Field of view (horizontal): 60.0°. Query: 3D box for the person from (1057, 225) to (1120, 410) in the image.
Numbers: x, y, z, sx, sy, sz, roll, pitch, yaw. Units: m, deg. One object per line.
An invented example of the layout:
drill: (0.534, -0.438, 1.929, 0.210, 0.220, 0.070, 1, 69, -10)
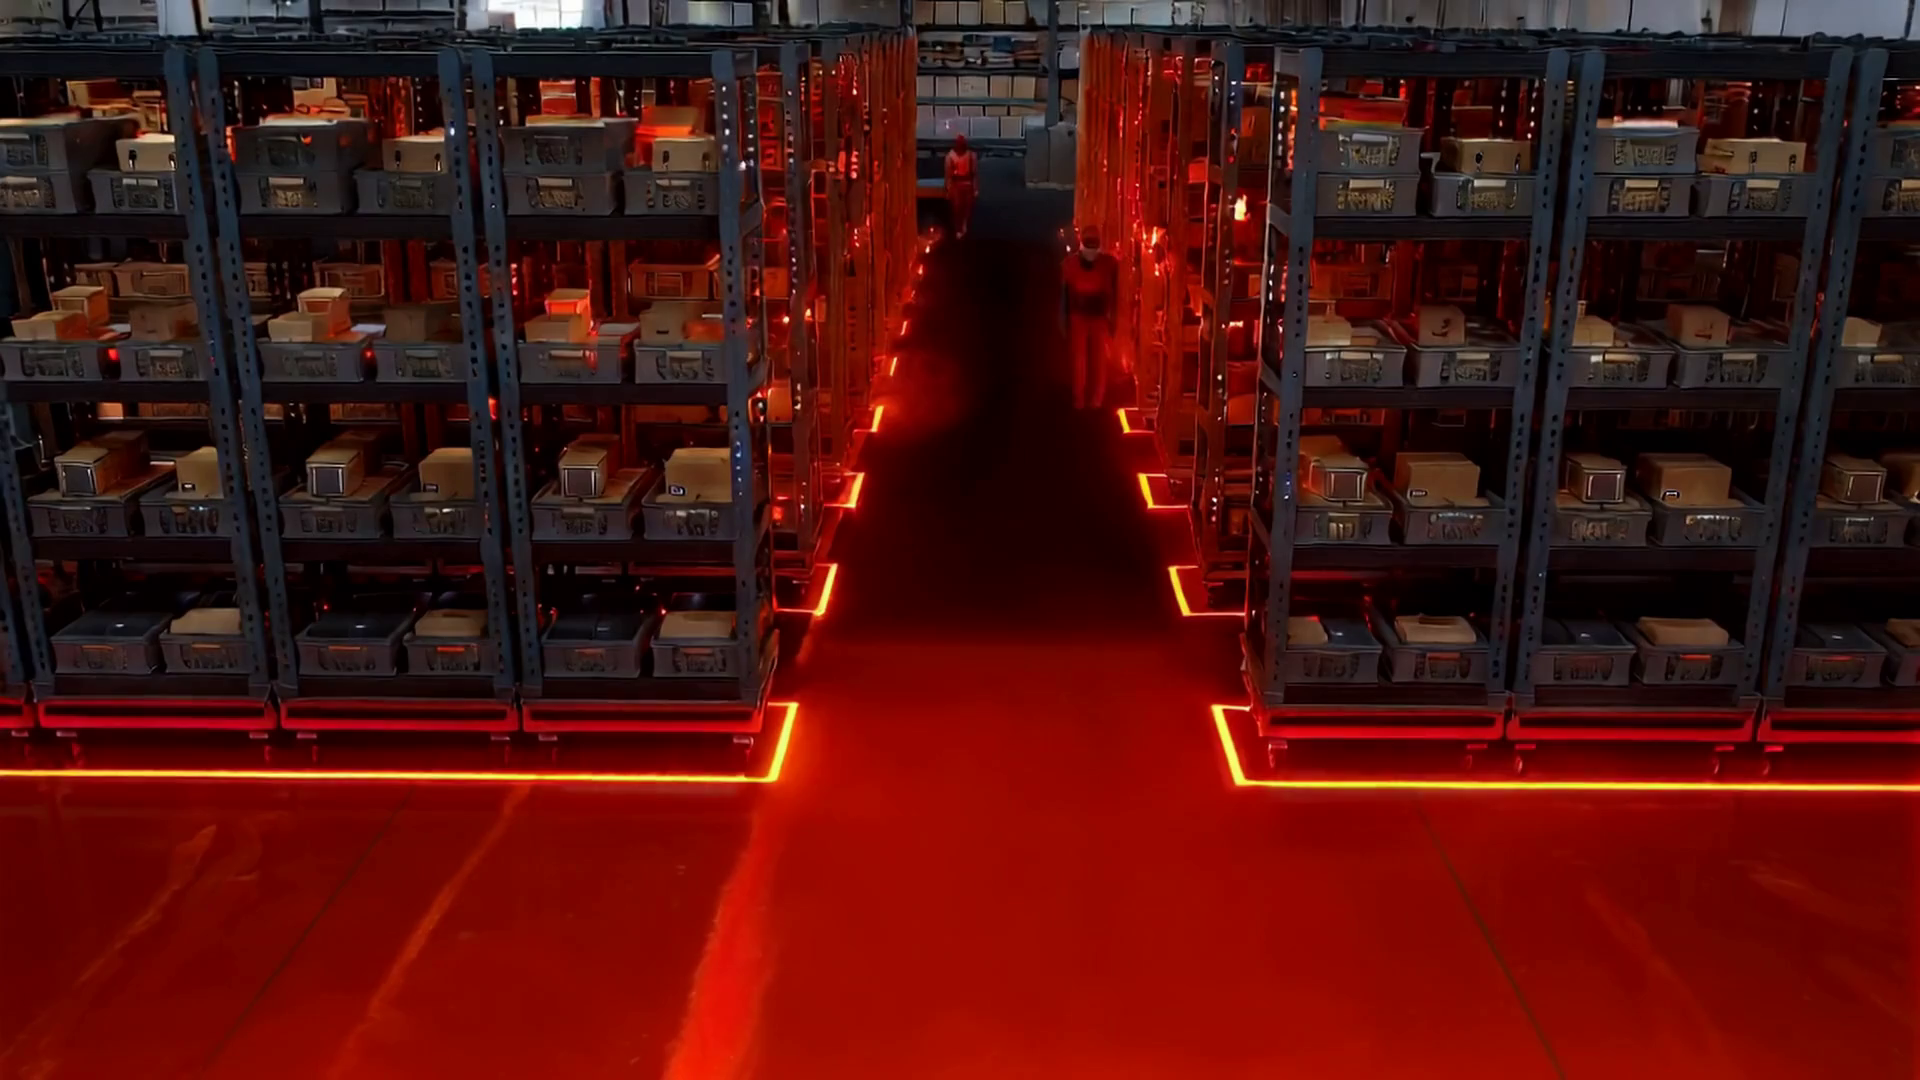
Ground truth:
person: (1.264, -2.184, 16.333, 0.584, 1.824, 0.457, 3, 18, 9)

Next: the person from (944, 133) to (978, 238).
person: (0.020, -6.262, 29.345, 0.608, 1.812, 0.520, -2, 18, -6)
